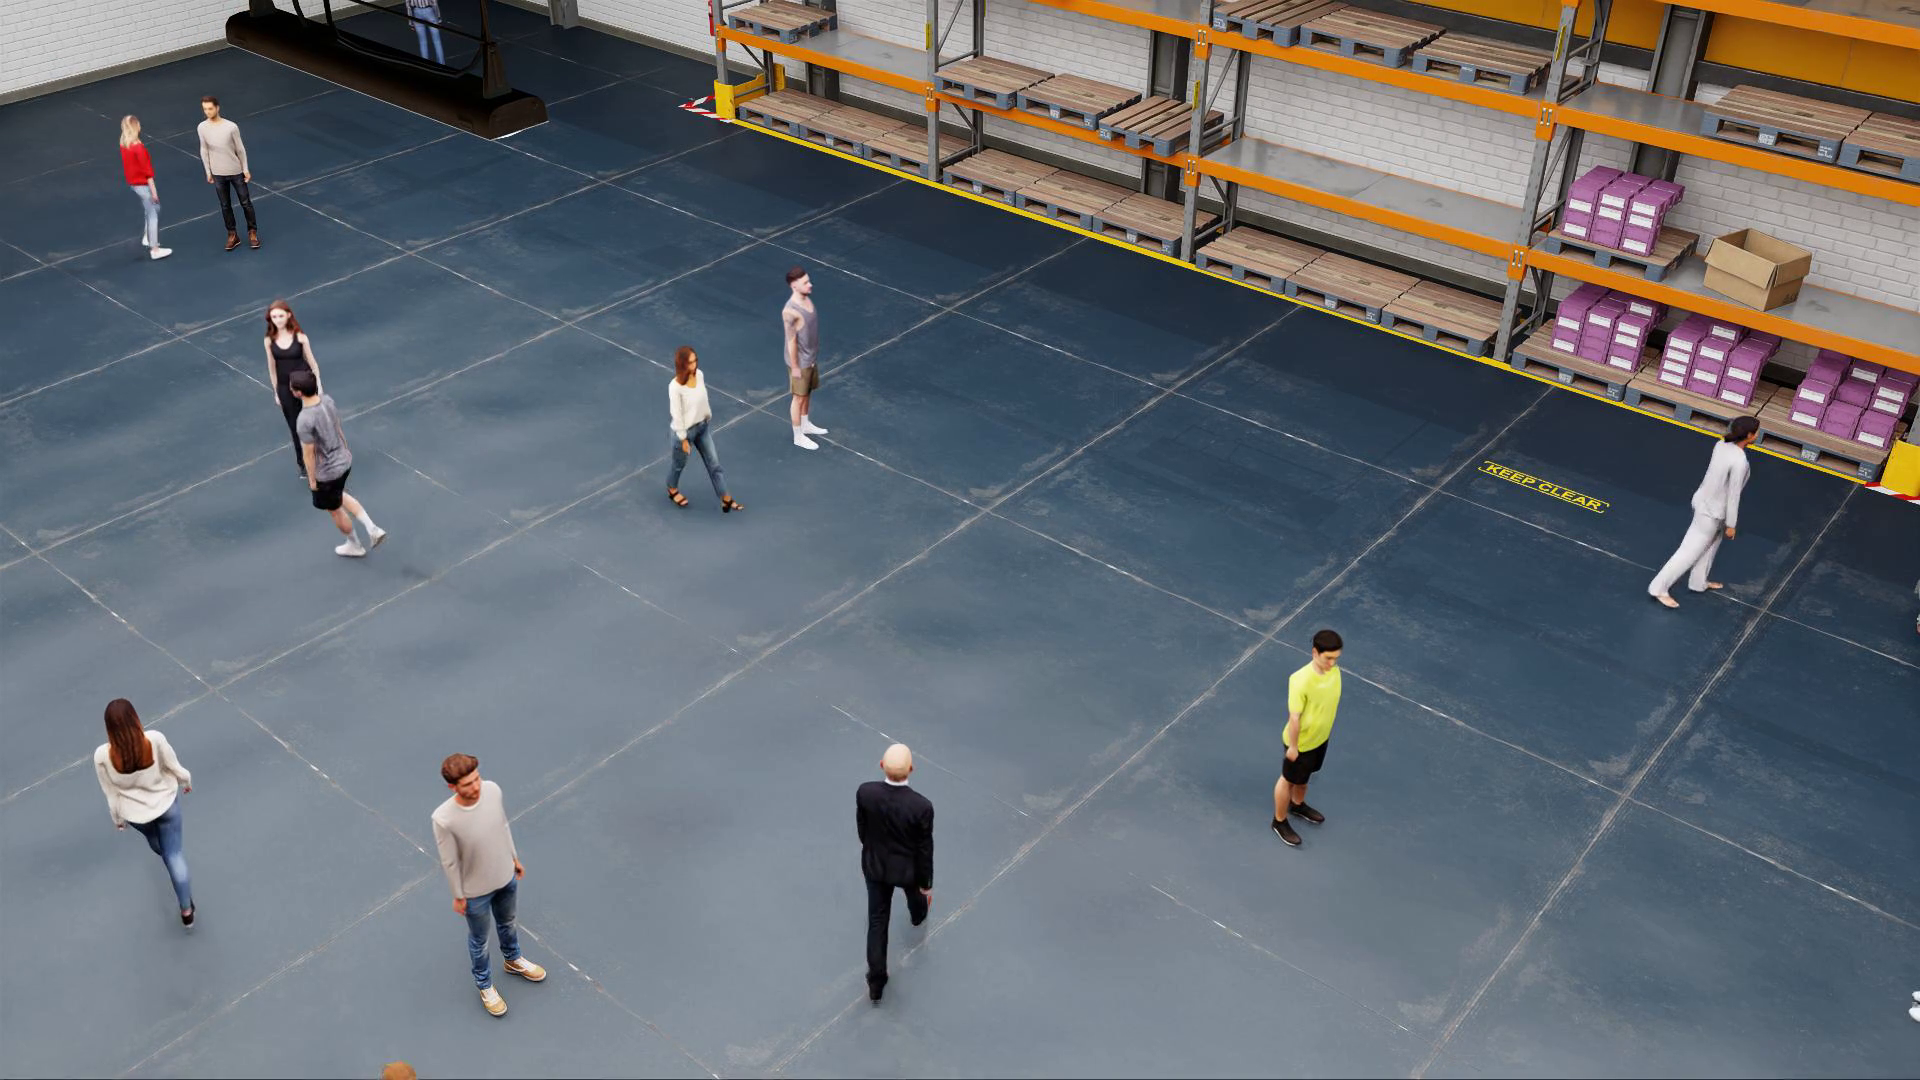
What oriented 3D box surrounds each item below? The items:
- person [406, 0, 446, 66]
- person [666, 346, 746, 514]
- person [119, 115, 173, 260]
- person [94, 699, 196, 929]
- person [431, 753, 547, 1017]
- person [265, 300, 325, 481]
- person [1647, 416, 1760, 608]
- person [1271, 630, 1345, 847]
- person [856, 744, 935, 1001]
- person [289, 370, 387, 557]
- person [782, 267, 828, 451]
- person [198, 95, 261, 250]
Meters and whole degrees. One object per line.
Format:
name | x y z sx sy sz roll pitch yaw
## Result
person | -8.037 -7.811 25.015 0.715 1.795 0.754 -6 34 -8
person | -2.483 -0.989 14.889 1.076 1.643 0.712 20 39 28
person | -9.693 -4.134 19.580 0.541 1.688 0.700 23 40 31
person | -5.189 1.787 10.719 0.946 1.634 1.206 -16 37 -22
person | -2.894 2.041 10.096 0.597 1.902 0.669 21 39 28
person | -6.180 -1.476 15.555 0.964 1.717 1.122 -9 35 -14
person | 6.131 -0.235 13.698 1.023 1.705 0.913 7 34 10
person | 2.372 1.305 11.381 0.634 1.706 0.558 -29 43 -36
person | -0.433 2.058 10.205 1.233 1.752 1.119 7 34 10
person | -5.261 -0.604 14.116 0.957 1.857 0.884 11 35 16
person | -1.513 -1.763 15.932 0.727 1.847 0.716 8 34 12
person | -8.713 -4.386 19.797 0.736 1.867 0.784 -5 34 -7
